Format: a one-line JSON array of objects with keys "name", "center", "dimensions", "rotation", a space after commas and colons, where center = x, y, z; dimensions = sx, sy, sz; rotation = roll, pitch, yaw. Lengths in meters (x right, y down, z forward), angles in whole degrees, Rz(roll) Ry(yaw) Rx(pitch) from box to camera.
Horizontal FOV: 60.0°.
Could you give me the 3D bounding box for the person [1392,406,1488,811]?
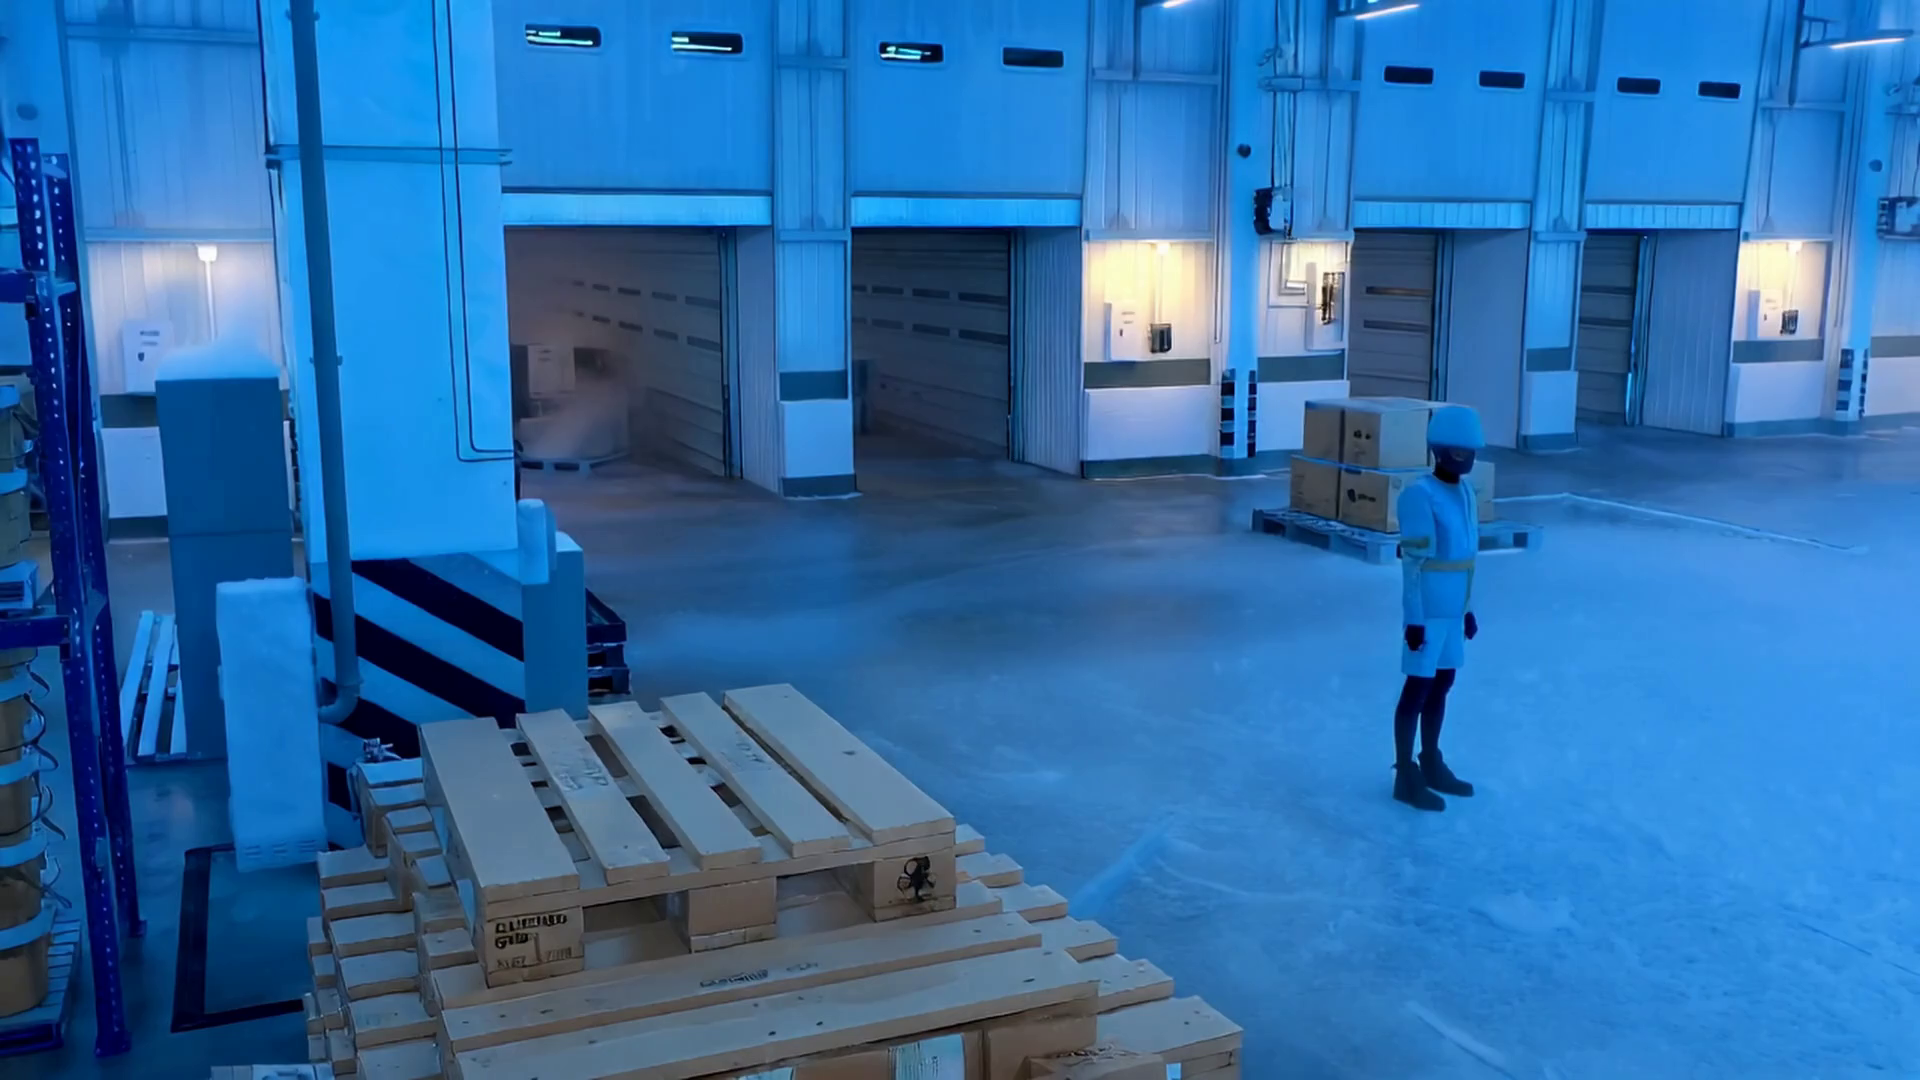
[{"name": "person", "center": [2.327, 0.320, 8.017], "dimensions": [0.543, 1.939, 0.361], "rotation": [-10, 14, -43]}]
